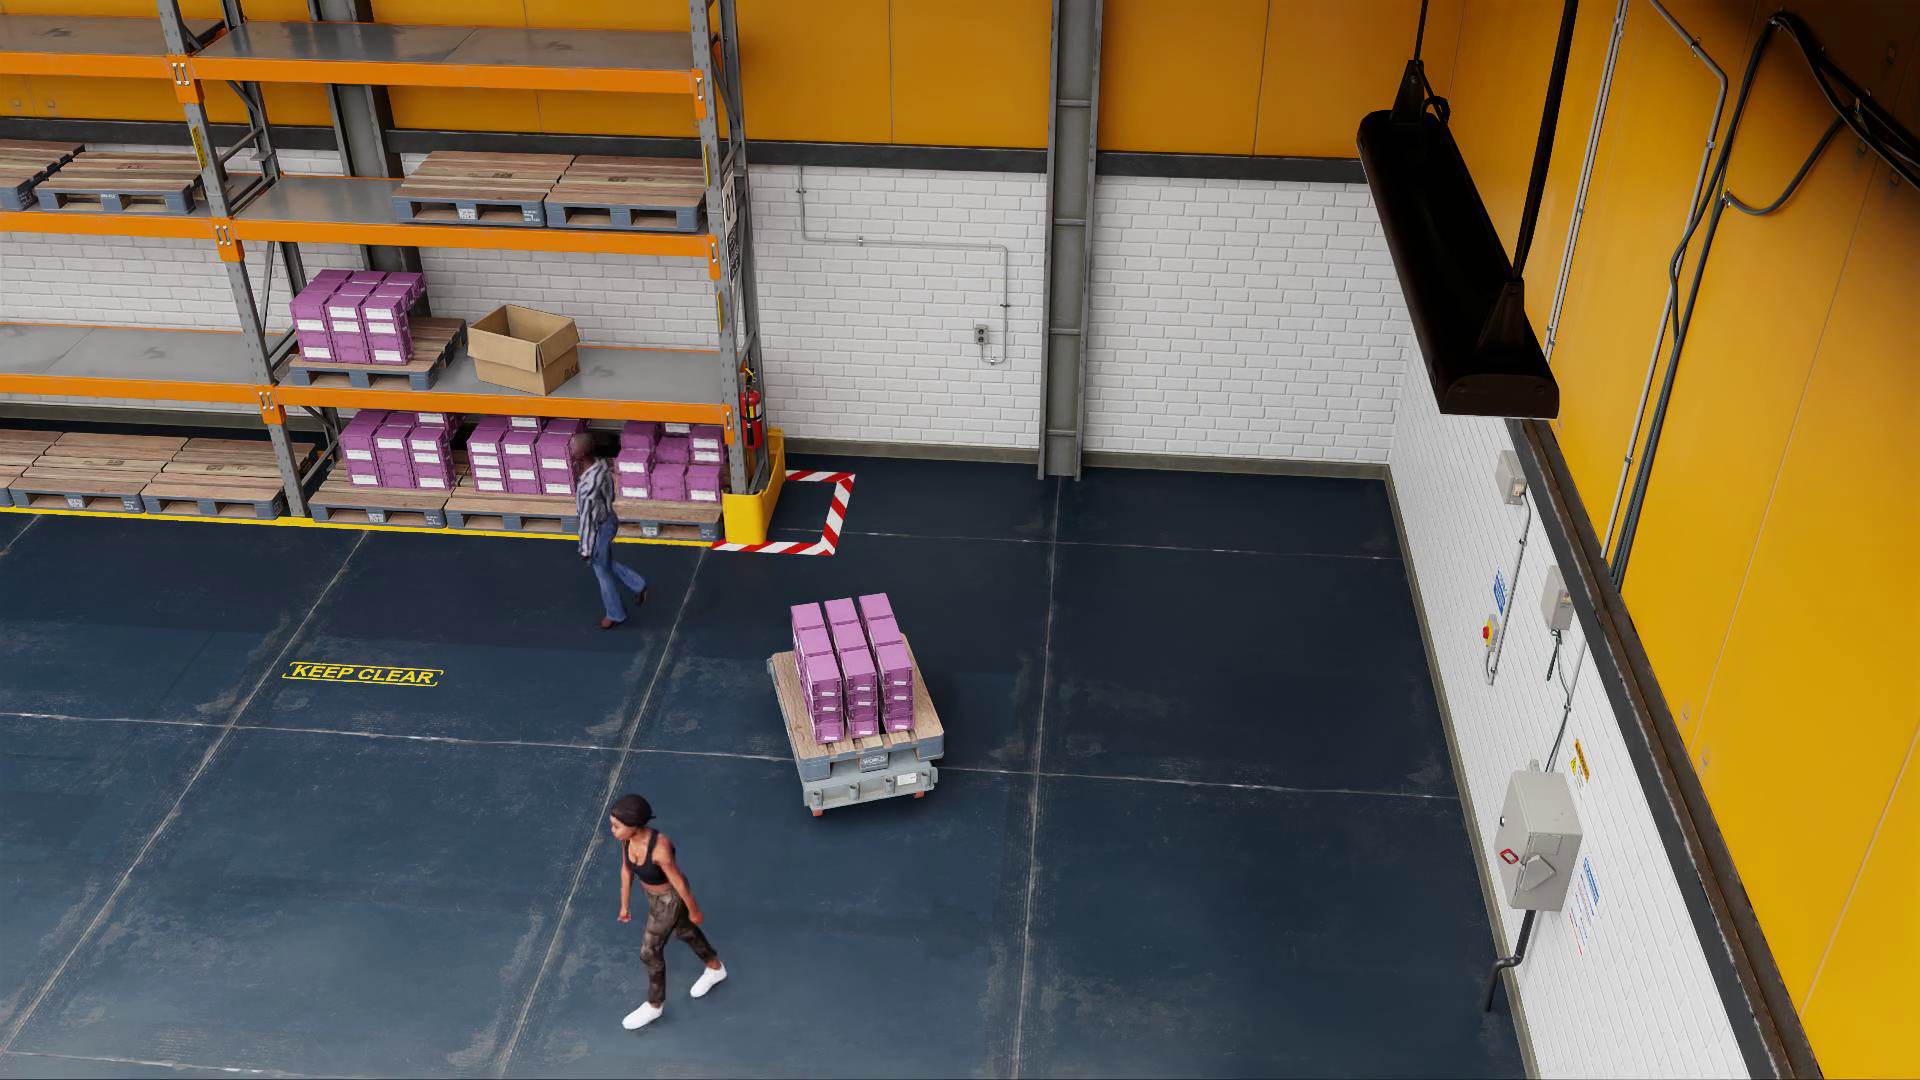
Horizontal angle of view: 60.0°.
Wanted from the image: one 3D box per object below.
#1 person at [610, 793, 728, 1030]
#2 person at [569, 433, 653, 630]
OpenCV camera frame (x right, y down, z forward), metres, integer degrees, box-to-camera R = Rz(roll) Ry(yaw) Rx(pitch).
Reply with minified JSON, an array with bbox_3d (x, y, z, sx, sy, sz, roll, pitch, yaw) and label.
[{"bbox_3d":[-1.658,2.108,9.769,0.969,1.646,1.013,26,41,33],"label":"person"},{"bbox_3d":[-2.692,-0.045,12.886,0.779,1.782,0.704,-3,34,-4],"label":"person"}]
